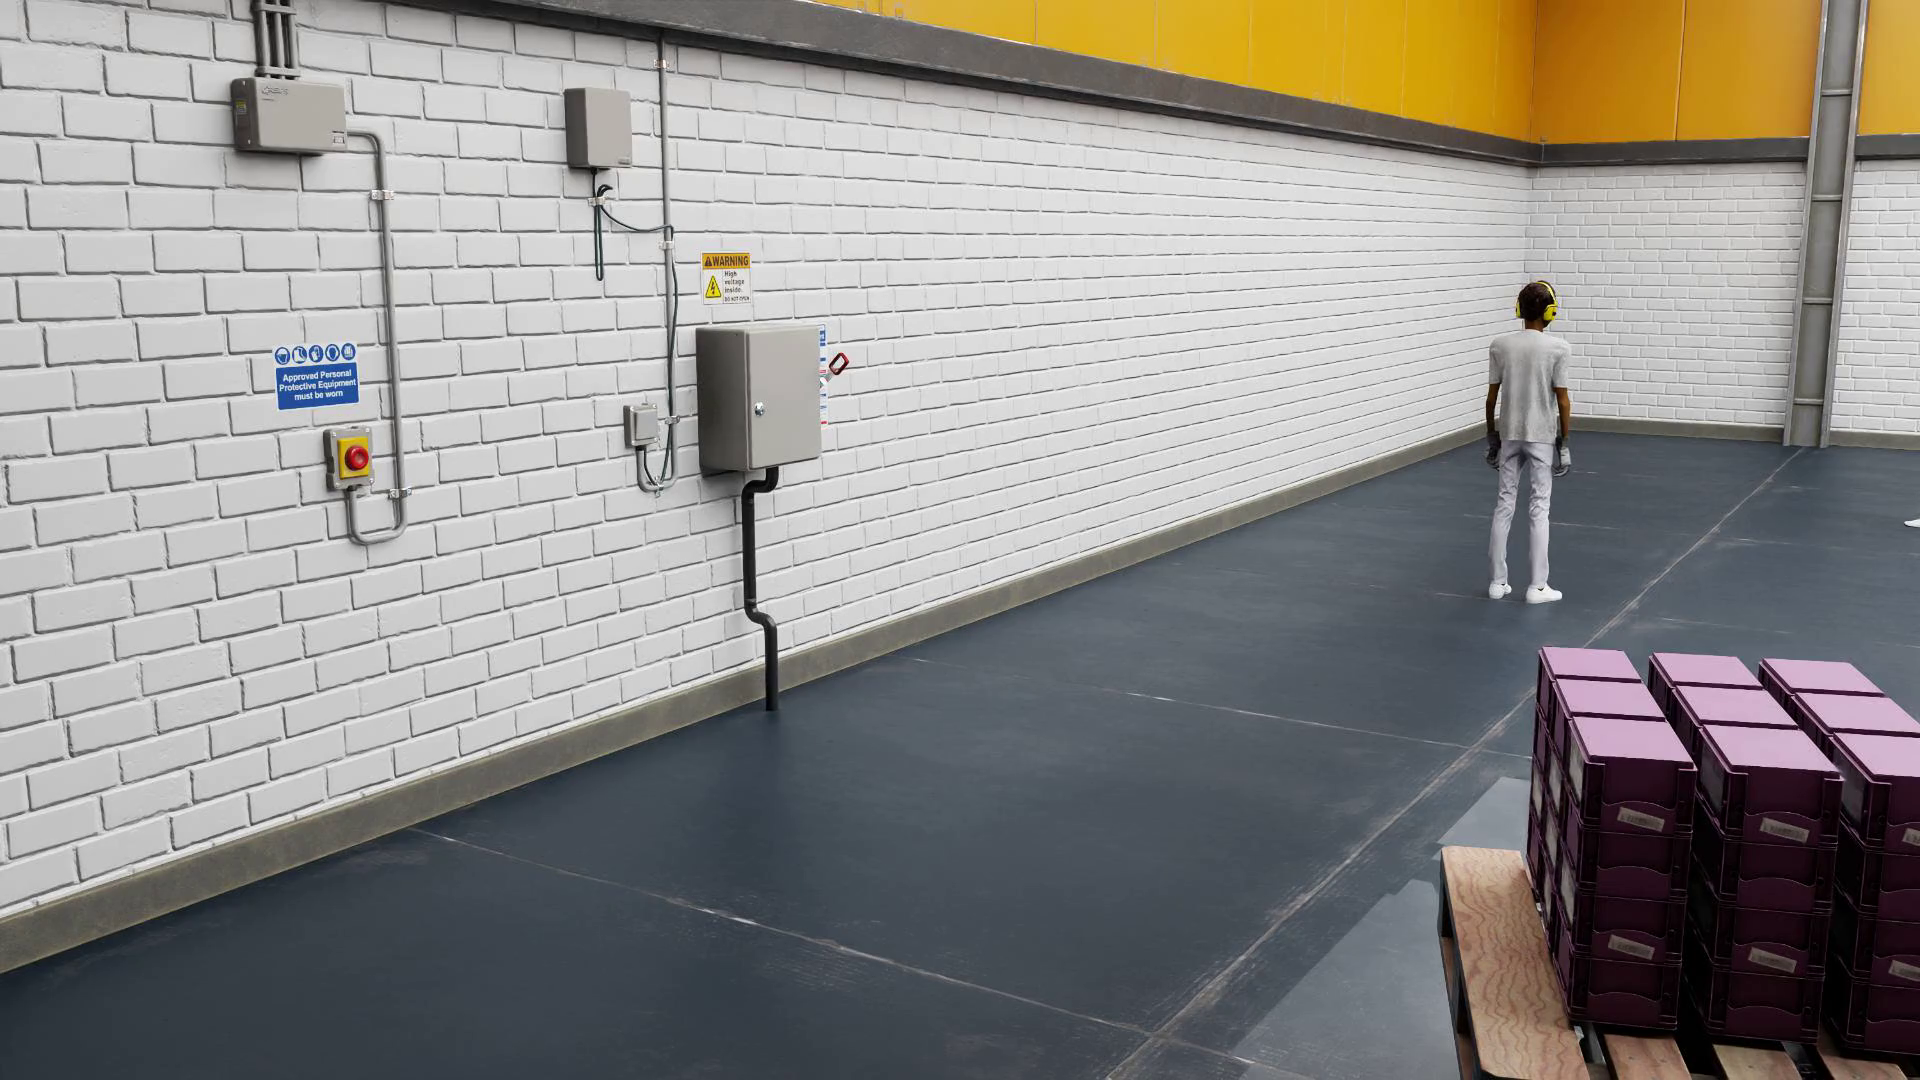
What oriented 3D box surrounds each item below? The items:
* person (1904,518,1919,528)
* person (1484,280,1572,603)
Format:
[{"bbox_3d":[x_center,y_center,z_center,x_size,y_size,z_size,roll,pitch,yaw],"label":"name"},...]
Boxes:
[{"bbox_3d":[7.110,-0.978,11.876,0.404,1.903,0.636,1,10,5],"label":"person"},{"bbox_3d":[3.307,-0.566,9.677,0.526,1.871,0.324,9,13,40],"label":"person"}]
